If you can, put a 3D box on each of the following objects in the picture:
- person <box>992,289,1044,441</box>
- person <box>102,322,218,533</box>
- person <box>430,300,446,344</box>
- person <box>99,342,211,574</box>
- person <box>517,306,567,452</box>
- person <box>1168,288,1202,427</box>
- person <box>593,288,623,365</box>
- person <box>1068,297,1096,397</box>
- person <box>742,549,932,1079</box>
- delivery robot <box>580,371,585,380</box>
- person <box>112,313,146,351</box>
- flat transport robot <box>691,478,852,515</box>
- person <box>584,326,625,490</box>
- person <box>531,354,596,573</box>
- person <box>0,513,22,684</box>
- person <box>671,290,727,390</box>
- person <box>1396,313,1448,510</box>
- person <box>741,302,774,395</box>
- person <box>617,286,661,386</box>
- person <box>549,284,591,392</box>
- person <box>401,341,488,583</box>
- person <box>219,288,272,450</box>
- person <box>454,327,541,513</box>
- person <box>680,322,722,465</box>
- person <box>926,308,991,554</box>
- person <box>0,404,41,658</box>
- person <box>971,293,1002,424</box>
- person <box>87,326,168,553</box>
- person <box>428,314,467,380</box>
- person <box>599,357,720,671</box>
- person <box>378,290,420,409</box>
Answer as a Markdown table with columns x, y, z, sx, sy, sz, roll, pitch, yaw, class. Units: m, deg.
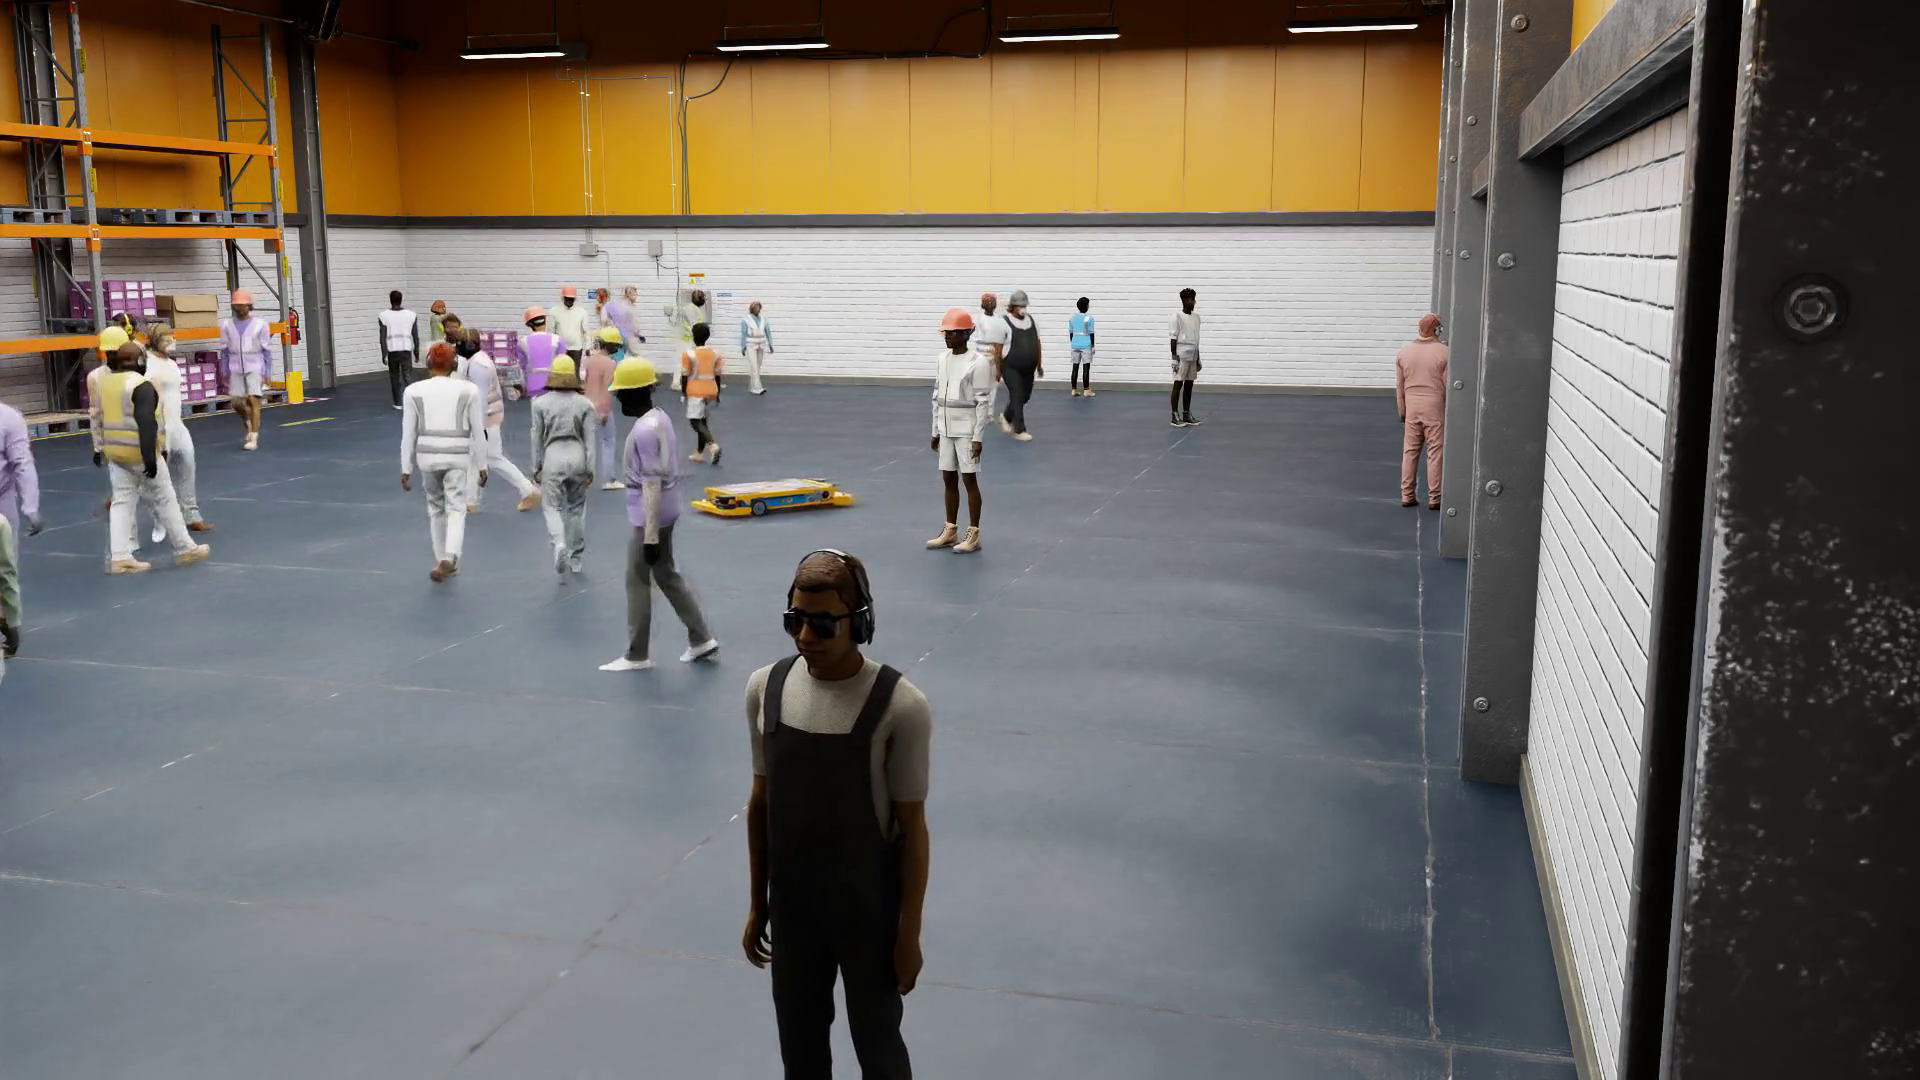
| x | y | z | sx | sy | sz | roll | pitch | yaw | class |
| --- | --- | --- | --- | --- | --- | --- | --- | --- | --- |
| 0.724 | -2.369 | 22.163 | 0.684 | 2.000 | 0.899 | -7 | 12 | -35 | person |
| -7.125 | -0.978 | 14.697 | 0.881 | 1.907 | 0.623 | 1 | 10 | 3 | person |
| -9.048 | -3.354 | 28.921 | 0.280 | 1.624 | 0.493 | -9 | 13 | -41 | person |
| -6.446 | -0.656 | 13.181 | 0.675 | 1.791 | 0.894 | 6 | 12 | 31 | person |
| -4.672 | -1.687 | 18.759 | 0.582 | 1.880 | 0.796 | -2 | 10 | -12 | person |
| 3.222 | -2.603 | 23.701 | 0.606 | 1.966 | 0.367 | -9 | 14 | -42 | person |
| -6.323 | -3.565 | 29.587 | 0.832 | 1.797 | 0.605 | -1 | 10 | -5 | person |
| 2.085 | -3.272 | 28.255 | 0.531 | 1.696 | 0.317 | 9 | 13 | 41 | person |
| -0.308 | 0.921 | 4.131 | 0.501 | 1.839 | 0.341 | 5 | 11 | 26 | person |
| -6.138 | -2.786 | 28.463 | 0.707 | 0.478 | 0.477 | 3 | 10 | 18 | delivery robot |
| -8.770 | -1.468 | 17.605 | 0.381 | 1.858 | 0.519 | -10 | 14 | -44 | person |
| -1.827 | -0.429 | 16.187 | 1.431 | 0.197 | 0.652 | -7 | 12 | -35 | flat transport robot |
| -3.841 | -1.352 | 17.275 | 0.766 | 1.729 | 0.542 | -10 | 14 | -43 | person |
| -3.054 | -0.570 | 12.879 | 0.491 | 1.726 | 0.604 | -4 | 11 | -20 | person |
| -4.585 | 0.400 | 7.634 | 0.531 | 1.626 | 0.437 | -3 | 10 | -14 | person |
| -4.702 | -3.534 | 29.516 | 0.995 | 1.788 | 0.608 | 2 | 10 | 13 | person |
| 4.559 | -1.248 | 16.186 | 0.643 | 1.913 | 0.411 | 10 | 14 | 43 | person |
| -3.473 | -3.288 | 28.633 | 0.519 | 1.596 | 0.836 | -8 | 13 | -37 | person |
| -6.025 | -3.684 | 30.198 | 1.050 | 1.839 | 0.642 | -2 | 10 | -10 | person |
| -6.052 | -2.982 | 25.828 | 0.642 | 1.965 | 0.605 | -3 | 10 | -16 | person |
| -3.893 | -0.569 | 12.543 | 0.617 | 1.854 | 0.842 | -1 | 10 | -8 | person |
| -8.993 | -2.153 | 20.971 | 0.636 | 2.031 | 0.535 | -1 | 10 | -6 | person |
| -4.461 | -1.129 | 15.840 | 0.870 | 1.808 | 0.648 | -3 | 10 | -17 | person |
| -2.984 | -1.703 | 19.428 | 0.534 | 1.669 | 0.739 | -9 | 13 | -42 | person |
| -0.023 | -0.909 | 13.892 | 0.372 | 2.044 | 0.608 | -10 | 14 | -44 | person |
| -5.985 | -0.163 | 10.148 | 0.709 | 1.873 | 0.649 | -4 | 11 | -23 | person |
| 0.404 | -2.619 | 24.095 | 0.600 | 1.895 | 0.417 | -6 | 12 | -31 | person |
| -6.876 | -0.820 | 13.786 | 0.586 | 1.910 | 0.561 | 1 | 10 | 4 | person |
| -5.505 | -1.530 | 18.047 | 0.534 | 1.816 | 0.992 | -5 | 11 | -28 | person |
| -1.807 | -0.142 | 10.013 | 0.803 | 1.900 | 0.604 | 0 | 10 | -2 | person |
| -8.720 | -2.954 | 25.937 | 0.600 | 1.889 | 0.881 | -5 | 11 | -28 | person |
